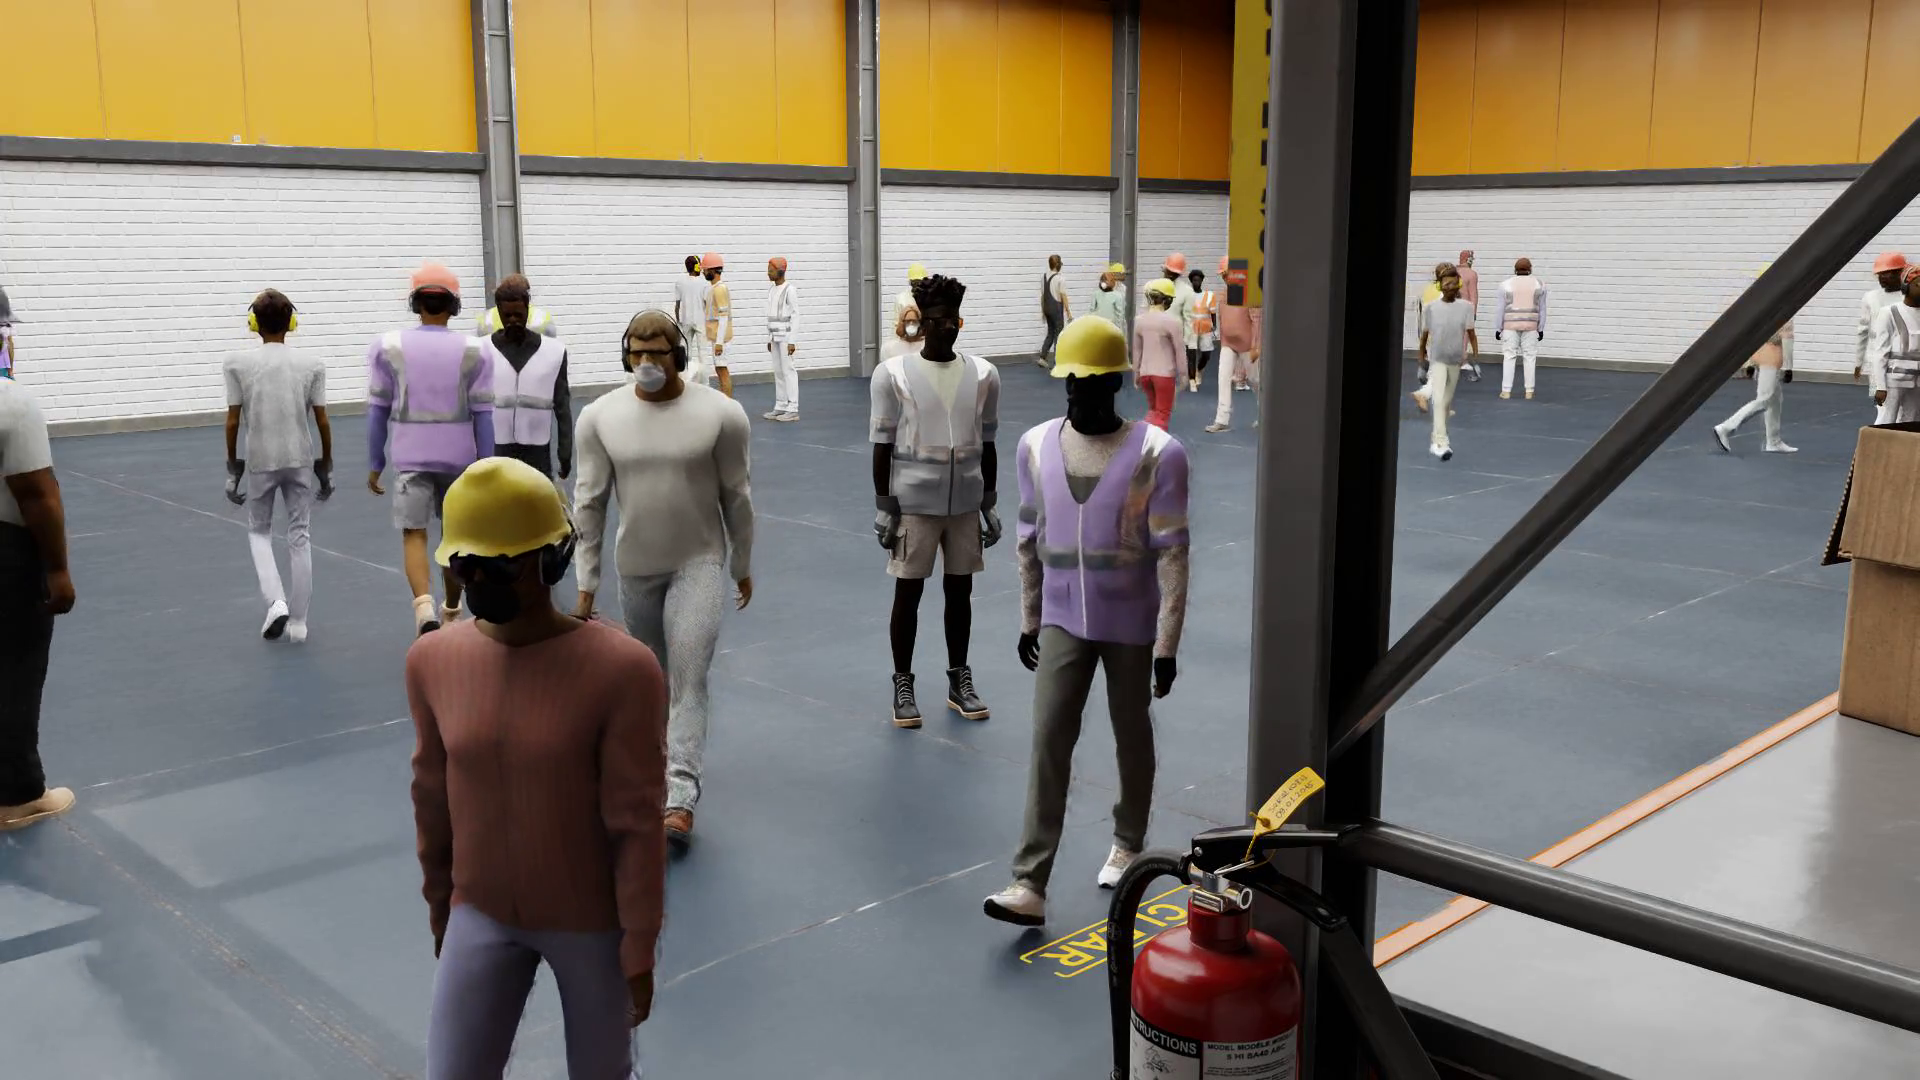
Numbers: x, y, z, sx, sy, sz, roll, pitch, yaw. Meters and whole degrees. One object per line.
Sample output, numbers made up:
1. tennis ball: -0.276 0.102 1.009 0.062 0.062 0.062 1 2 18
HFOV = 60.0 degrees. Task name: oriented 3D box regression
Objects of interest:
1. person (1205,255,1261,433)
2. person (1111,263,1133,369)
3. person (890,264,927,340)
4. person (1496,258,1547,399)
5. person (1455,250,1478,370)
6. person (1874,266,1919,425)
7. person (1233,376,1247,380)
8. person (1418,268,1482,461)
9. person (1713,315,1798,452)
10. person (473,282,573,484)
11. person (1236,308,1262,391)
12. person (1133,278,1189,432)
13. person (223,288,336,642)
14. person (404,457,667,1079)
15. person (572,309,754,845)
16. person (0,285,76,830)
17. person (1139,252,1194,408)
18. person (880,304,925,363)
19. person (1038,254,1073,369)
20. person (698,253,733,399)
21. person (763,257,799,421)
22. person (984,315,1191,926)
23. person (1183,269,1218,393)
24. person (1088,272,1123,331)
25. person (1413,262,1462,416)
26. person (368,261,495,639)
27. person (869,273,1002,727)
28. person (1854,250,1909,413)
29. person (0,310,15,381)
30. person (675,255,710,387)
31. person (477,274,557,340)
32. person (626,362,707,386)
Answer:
1. person: 3.091 -2.151 18.199 0.633 1.933 1.055 10 14 43
2. person: 2.411 -3.528 26.291 0.877 1.703 0.502 -9 14 -40
3. person: -0.480 -2.222 18.927 0.628 1.790 0.881 0 10 0
4. person: 7.328 -2.764 21.766 0.631 1.840 0.428 2 11 11
5. person: 8.023 -3.663 26.515 0.403 1.900 0.636 -6 12 -28
6. person: 7.588 -1.246 13.371 0.573 1.883 0.355 -4 11 -20
7. person: 4.216 -3.188 24.626 0.310 1.640 0.514 8 13 38
8. person: 4.669 -1.669 15.846 0.542 1.819 0.961 0 10 1
9. person: 7.812 -1.766 16.208 0.872 1.888 0.602 -1 10 -4
10. person: -2.543 -0.547 9.594 0.597 1.883 0.836 -4 11 -20
11. person: 4.021 -2.974 22.750 0.406 1.902 0.636 -10 14 -42
12. person: 1.810 -1.476 14.986 0.373 1.747 0.525 -8 13 -39
13. person: -3.561 -0.380 8.702 0.546 1.860 0.380 -5 11 -25
14. person: -0.787 0.723 3.028 0.533 1.741 0.655 1 10 8
15. person: -1.075 0.104 6.047 0.637 1.875 1.063 0 10 2
16. person: -3.471 0.033 5.963 0.699 2.000 0.537 3 11 17
17. person: 2.342 -2.274 18.793 0.673 1.943 0.752 6 12 30
18. person: -0.369 -0.983 12.667 0.503 1.623 0.350 1 10 6
19. person: 1.521 -3.556 26.084 0.432 1.838 0.533 -8 13 -36
20. person: -2.790 -2.312 19.049 0.381 1.931 0.548 -2 11 -11
21. person: -2.057 -2.314 19.193 0.337 1.880 0.583 -7 12 -33
22. person: 0.395 0.259 5.160 0.612 1.876 0.954 5 12 26
23. person: 3.235 -2.862 22.730 0.547 1.677 0.616 0 10 -1
24. person: 2.180 -3.166 24.639 0.512 1.592 0.863 8 13 37
25. person: 5.576 -2.333 19.448 0.617 1.828 0.645 -4 11 -22
26. person: -2.669 -0.399 8.442 0.657 2.012 0.927 -3 11 -18
27. person: -0.097 -0.171 7.276 0.606 1.967 0.367 -4 11 -22
28. person: 8.698 -1.690 15.499 0.952 2.008 0.620 -5 12 -28
29. person: -8.669 -1.491 14.805 0.390 1.846 0.563 4 11 22
30. person: -3.551 -2.857 22.208 0.520 1.865 0.335 2 11 11
31. person: -3.509 -1.231 13.453 0.637 1.830 0.598 1 10 4
32. person: -1.822 -0.550 10.345 0.545 1.587 0.861 -2 11 -9
